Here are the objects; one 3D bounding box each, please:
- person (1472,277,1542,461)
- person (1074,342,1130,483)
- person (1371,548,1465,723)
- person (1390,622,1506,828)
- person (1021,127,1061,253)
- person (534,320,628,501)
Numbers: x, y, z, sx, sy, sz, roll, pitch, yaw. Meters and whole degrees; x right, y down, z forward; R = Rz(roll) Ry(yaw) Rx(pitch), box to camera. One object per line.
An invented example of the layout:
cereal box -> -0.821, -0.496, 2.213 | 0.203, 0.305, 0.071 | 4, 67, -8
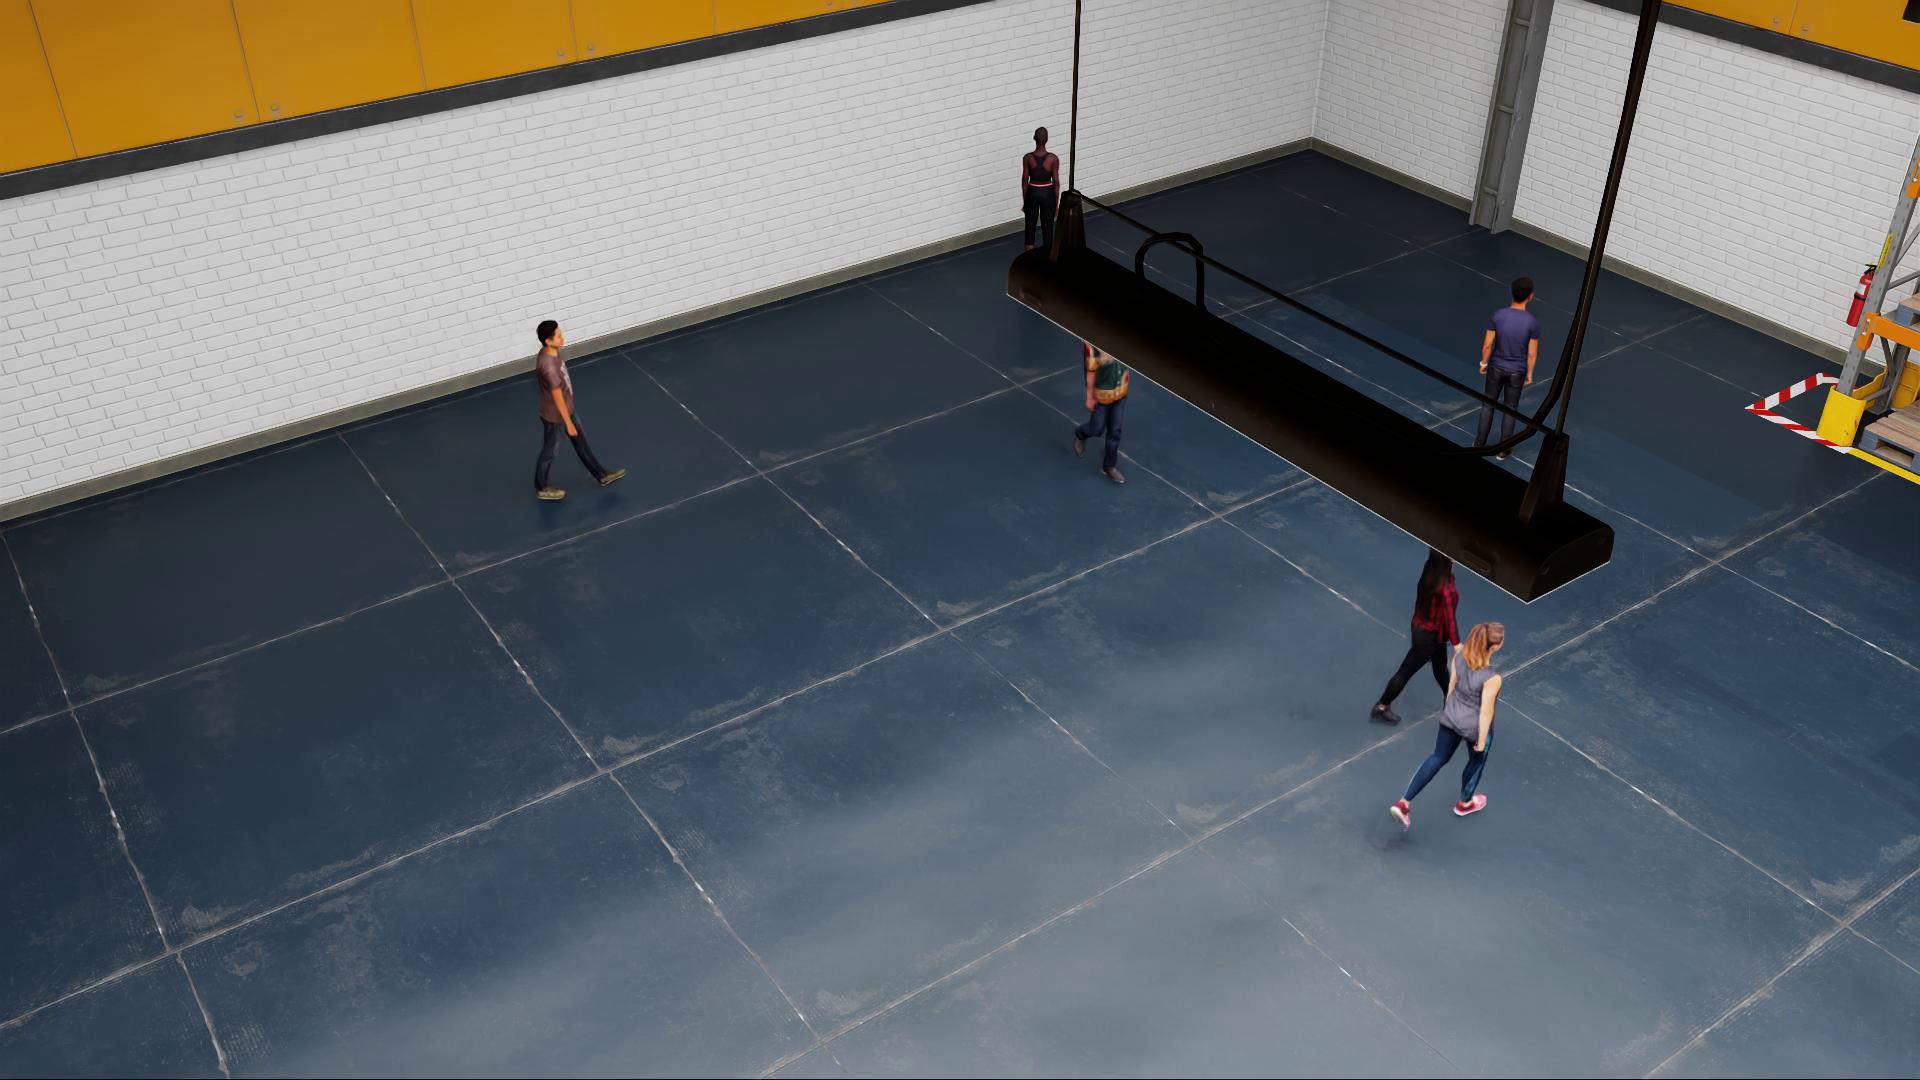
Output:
person -> 5.044, -1.574, 15.349 | 0.657, 1.784, 0.784 | 14, 36, 20
person -> 1.293, -1.419, 15.105 | 0.725, 1.796, 0.944 | -18, 38, -25
person -> 3.309, 0.691, 12.087 | 1.019, 1.623, 1.034 | 1, 34, 1
person -> 3.318, 1.270, 11.148 | 0.671, 1.698, 1.020 | -18, 38, -25
person -> 0.895, -3.800, 18.722 | 0.672, 1.758, 0.720 | 4, 34, 5
person -> -3.656, -1.113, 14.696 | 1.036, 1.740, 1.098 | -3, 34, -5
